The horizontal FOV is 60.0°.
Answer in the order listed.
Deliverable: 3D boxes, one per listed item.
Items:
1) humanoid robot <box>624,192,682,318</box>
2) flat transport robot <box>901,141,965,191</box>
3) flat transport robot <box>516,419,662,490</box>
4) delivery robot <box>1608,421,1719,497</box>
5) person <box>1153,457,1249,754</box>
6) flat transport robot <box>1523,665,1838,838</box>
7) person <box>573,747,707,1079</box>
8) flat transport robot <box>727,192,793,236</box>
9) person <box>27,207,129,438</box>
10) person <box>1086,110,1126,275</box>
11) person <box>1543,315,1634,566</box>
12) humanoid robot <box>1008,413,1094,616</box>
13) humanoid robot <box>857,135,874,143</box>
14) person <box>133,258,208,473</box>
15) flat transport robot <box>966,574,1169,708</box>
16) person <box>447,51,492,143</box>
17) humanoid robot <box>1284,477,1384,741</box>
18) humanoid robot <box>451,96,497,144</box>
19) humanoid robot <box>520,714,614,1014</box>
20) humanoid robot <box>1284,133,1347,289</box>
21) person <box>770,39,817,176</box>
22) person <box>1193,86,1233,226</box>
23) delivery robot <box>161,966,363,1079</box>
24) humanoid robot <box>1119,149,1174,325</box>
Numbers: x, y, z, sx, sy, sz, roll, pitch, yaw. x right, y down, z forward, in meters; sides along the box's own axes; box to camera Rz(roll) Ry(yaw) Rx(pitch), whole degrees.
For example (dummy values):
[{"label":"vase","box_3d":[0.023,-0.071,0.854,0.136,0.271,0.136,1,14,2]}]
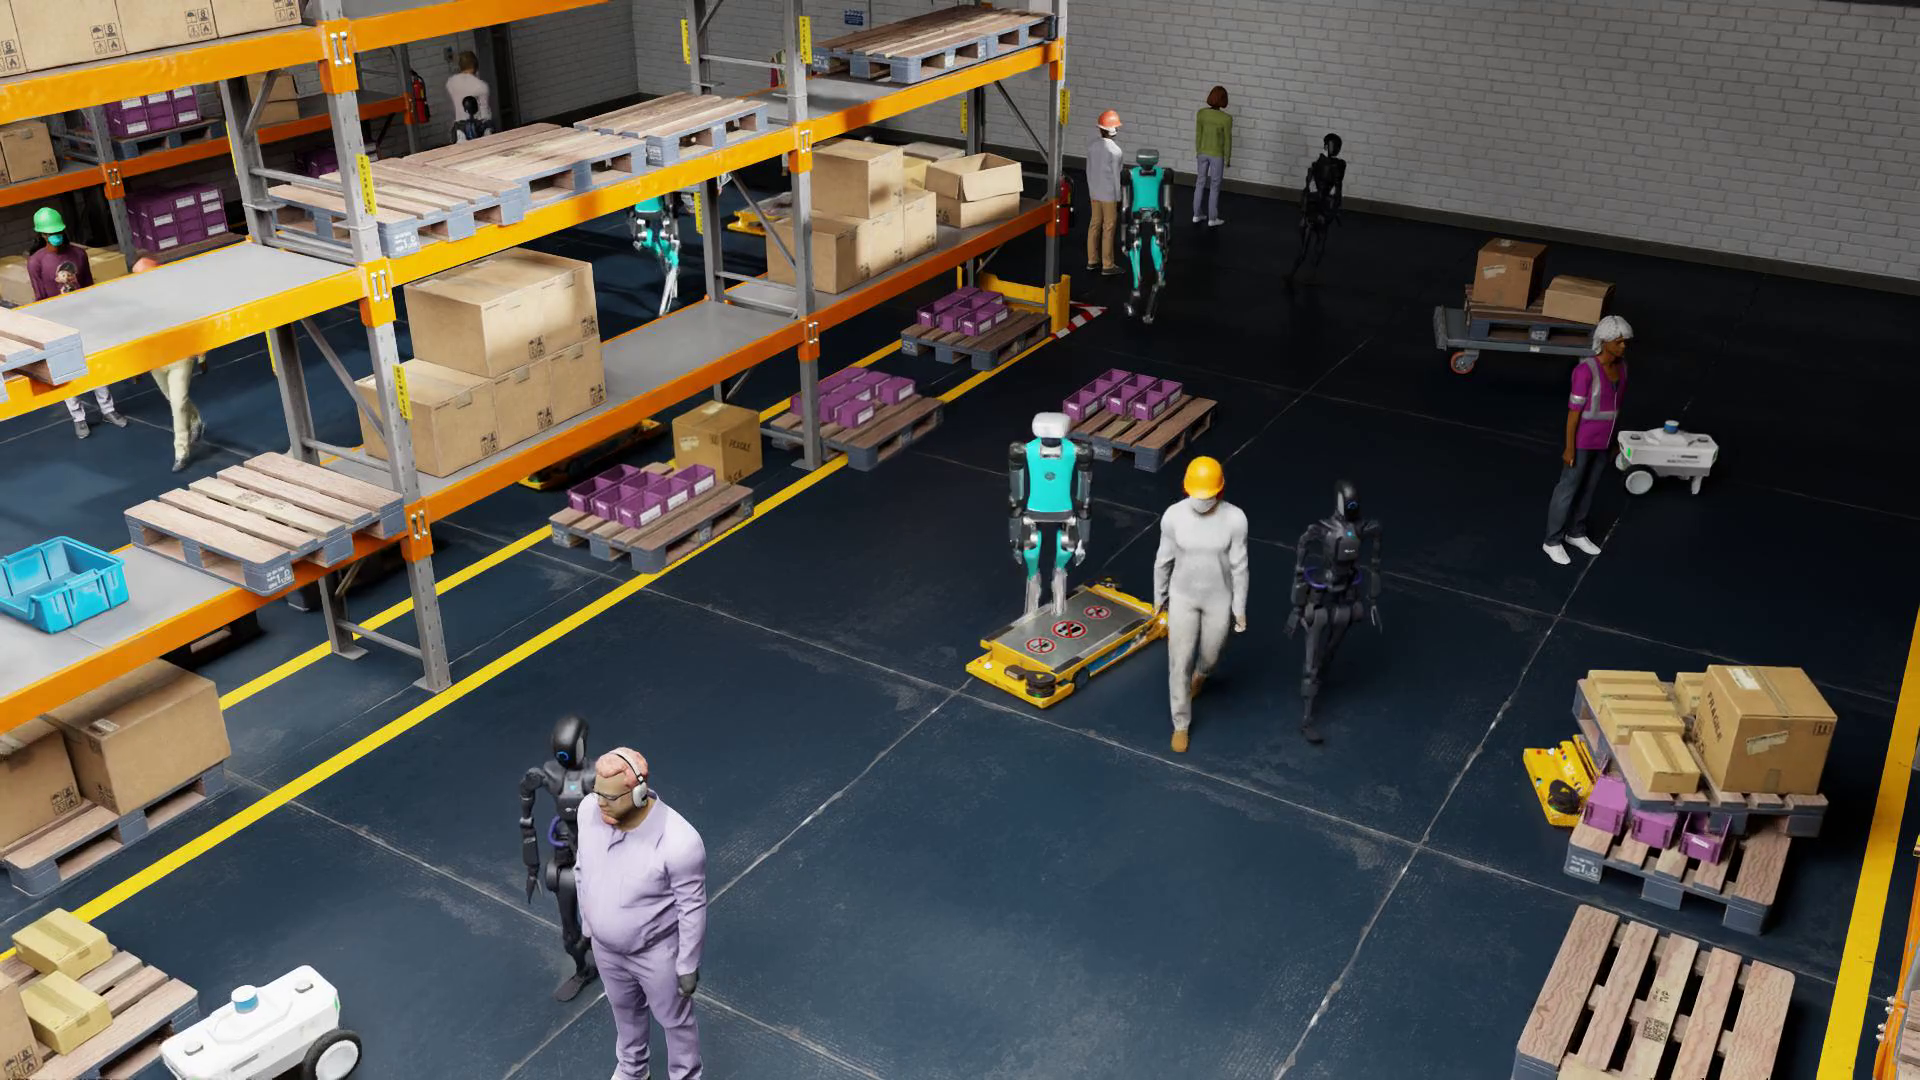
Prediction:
[{"label":"humanoid robot","box_3d":[-3.012,-3.180,16.870,0.556,1.783,0.933,4,27,9]},{"label":"flat transport robot","box_3d":[-0.726,-3.753,19.593,1.431,0.231,0.659,20,33,34]},{"label":"flat transport robot","box_3d":[-3.196,-0.802,13.778,0.659,0.231,1.431,16,31,29]},{"label":"delivery robot","box_3d":[5.571,-0.664,13.171,0.739,0.577,0.512,3,27,6]},{"label":"person","box_3d":[1.428,0.297,9.864,0.575,1.864,0.744,4,27,8]},{"label":"flat transport robot","box_3d":[4.013,1.392,9.454,1.431,0.231,0.659,2,27,3]},{"label":"person","box_3d":[-1.366,1.702,7.036,0.638,1.910,0.410,14,30,25]},{"label":"flat transport robot","box_3d":[-2.094,-3.919,19.919,0.659,0.231,1.431,15,31,27]},{"label":"person","box_3d":[-7.457,-1.842,13.971,0.422,1.950,0.500,21,34,35]},{"label":"person","box_3d":[1.583,-3.749,17.940,0.322,1.755,0.562,-18,32,-31]},{"label":"person","box_3d":[4.513,-0.722,11.876,0.523,1.846,0.317,-15,30,-26]},{"label":"humanoid robot","box_3d":[0.577,-0.043,10.710,0.538,1.824,0.719,2,27,3]},{"label":"humanoid robot","box_3d":[-0.916,-3.447,17.500,0.589,1.630,0.790,19,33,33]},{"label":"person","box_3d":[-6.449,-1.493,13.547,0.567,1.707,0.891,-2,27,-4]},{"label":"flat transport robot","box_3d":[0.761,0.648,10.921,0.659,0.231,1.431,23,35,38]},{"label":"person","box_3d":[-5.830,-4.994,20.259,0.617,1.890,0.950,10,29,19]},{"label":"humanoid robot","box_3d":[2.247,0.389,9.906,0.595,1.636,0.716,-6,27,-11]},{"label":"humanoid robot","box_3d":[-5.467,-4.195,18.904,0.603,1.641,0.506,-1,27,-3]},{"label":"humanoid robot","box_3d":[-1.725,1.485,7.728,0.611,1.655,0.373,-1,27,-2]},{"label":"humanoid robot","box_3d":[3.730,-3.448,17.444,0.585,1.644,0.415,-17,31,-30]},{"label":"person","box_3d":[-2.141,-5.675,21.644,0.632,1.841,0.429,-4,27,-8]},{"label":"person","box_3d":[2.981,-4.532,19.628,0.492,1.624,0.281,21,34,35]},{"label":"delivery robot","box_3d":[-3.143,2.248,7.439,0.499,0.583,0.777,22,34,36]},{"label":"humanoid robot","box_3d":[1.831,-2.895,16.291,0.543,1.770,0.906,-1,27,-1]}]
